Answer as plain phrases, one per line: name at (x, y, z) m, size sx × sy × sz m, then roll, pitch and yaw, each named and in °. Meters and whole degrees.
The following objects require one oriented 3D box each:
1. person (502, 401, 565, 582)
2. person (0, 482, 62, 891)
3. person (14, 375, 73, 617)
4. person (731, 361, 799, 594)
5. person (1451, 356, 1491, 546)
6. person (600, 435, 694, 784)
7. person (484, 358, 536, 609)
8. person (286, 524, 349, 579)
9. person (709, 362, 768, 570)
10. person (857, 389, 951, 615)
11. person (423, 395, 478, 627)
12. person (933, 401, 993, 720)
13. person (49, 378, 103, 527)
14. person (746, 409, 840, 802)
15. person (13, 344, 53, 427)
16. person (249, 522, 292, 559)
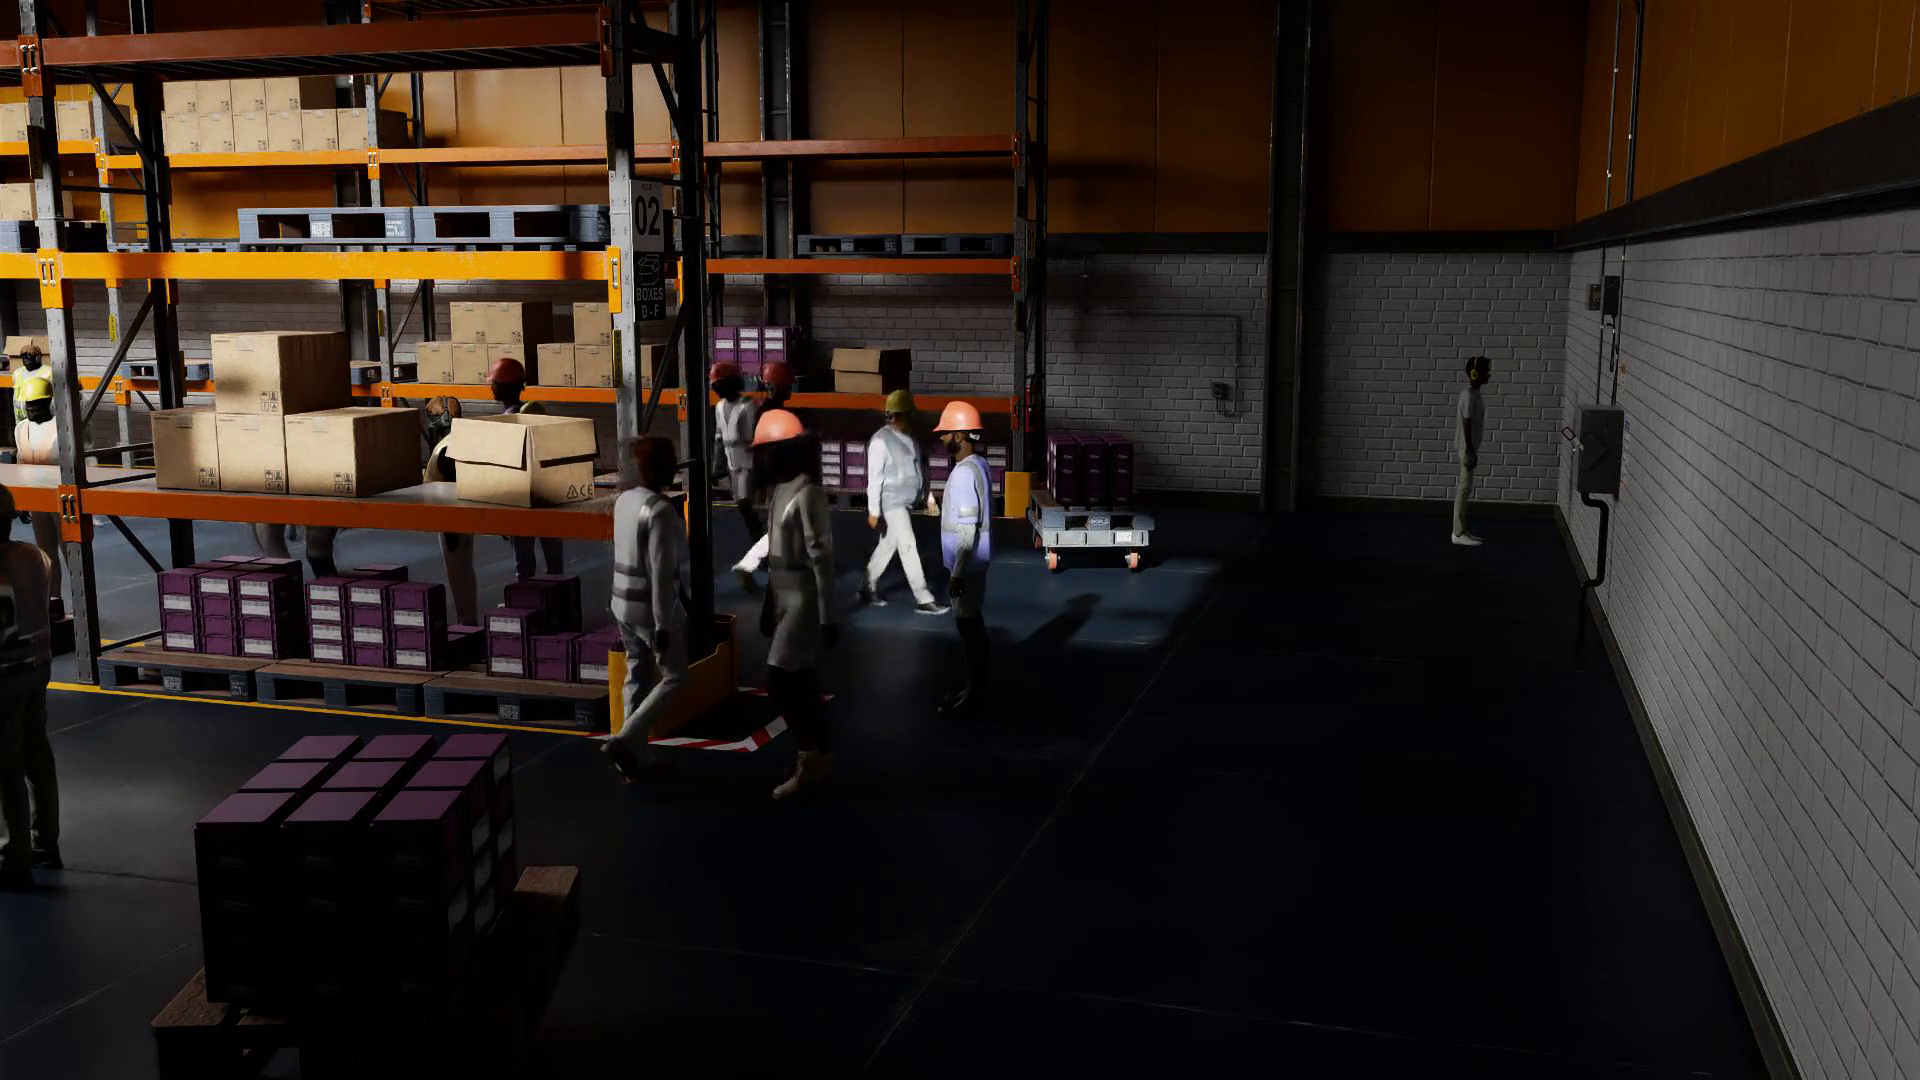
person at (-3.120, -0.137, 12.232) m, size 0.526 × 1.769 × 0.329 m, roll -2°, pitch 9°, yaw -10°
person at (-4.240, 0.629, 7.348) m, size 0.404 × 1.837 × 0.593 m, roll 0°, pitch 9°, yaw 0°
person at (-7.038, -0.313, 12.853) m, size 0.588 × 1.919 × 0.395 m, roll 3°, pitch 10°, yaw 16°
person at (-1.552, -0.487, 13.731) m, size 0.499 × 1.980 × 0.615 m, roll 1°, pitch 9°, yaw 6°
person at (5.071, -0.887, 16.487) m, size 0.331 × 1.872 × 0.513 m, roll 3°, pitch 10°, yaw 19°
person at (-1.666, 0.386, 8.714) m, size 0.480 × 1.869 × 0.591 m, roll -8°, pitch 12°, yaw -41°
person at (-3.469, -0.389, 12.918) m, size 0.365 × 2.048 × 0.608 m, roll -2°, pitch 9°, yaw -11°
person at (-4.863, -0.155, 12.565) m, size 0.553 × 1.673 × 0.558 m, roll 2°, pitch 9°, yaw 10°
person at (-1.993, -0.668, 15.099) m, size 0.551 × 1.887 × 0.590 m, roll -9°, pitch 13°, yaw -43°
person at (-0.484, -0.313, 13.273) m, size 0.915 × 1.788 × 0.590 m, roll 4°, pitch 10°, yaw 24°
person at (-3.654, -0.125, 11.975) m, size 0.430 × 1.836 × 0.618 m, roll -2°, pitch 10°, yaw -12°
person at (0.011, 0.125, 10.118) m, size 0.370 × 1.935 × 0.552 m, roll 2°, pitch 9°, yaw 10°
person at (-9.241, -0.959, 17.366) m, size 0.534 × 1.724 × 0.503 m, roll 7°, pitch 11°, yaw 35°
person at (-0.883, 0.341, 8.575) m, size 0.547 × 2.010 × 0.650 m, roll -3°, pitch 10°, yaw -19°
person at (-10.938, -1.395, 19.717) m, size 0.625 × 1.837 × 0.428 m, roll 2°, pitch 10°, yaw 14°
person at (-5.506, -0.357, 13.182) m, size 0.668 × 1.927 × 0.438 m, roll 9°, pitch 13°, yaw 43°
